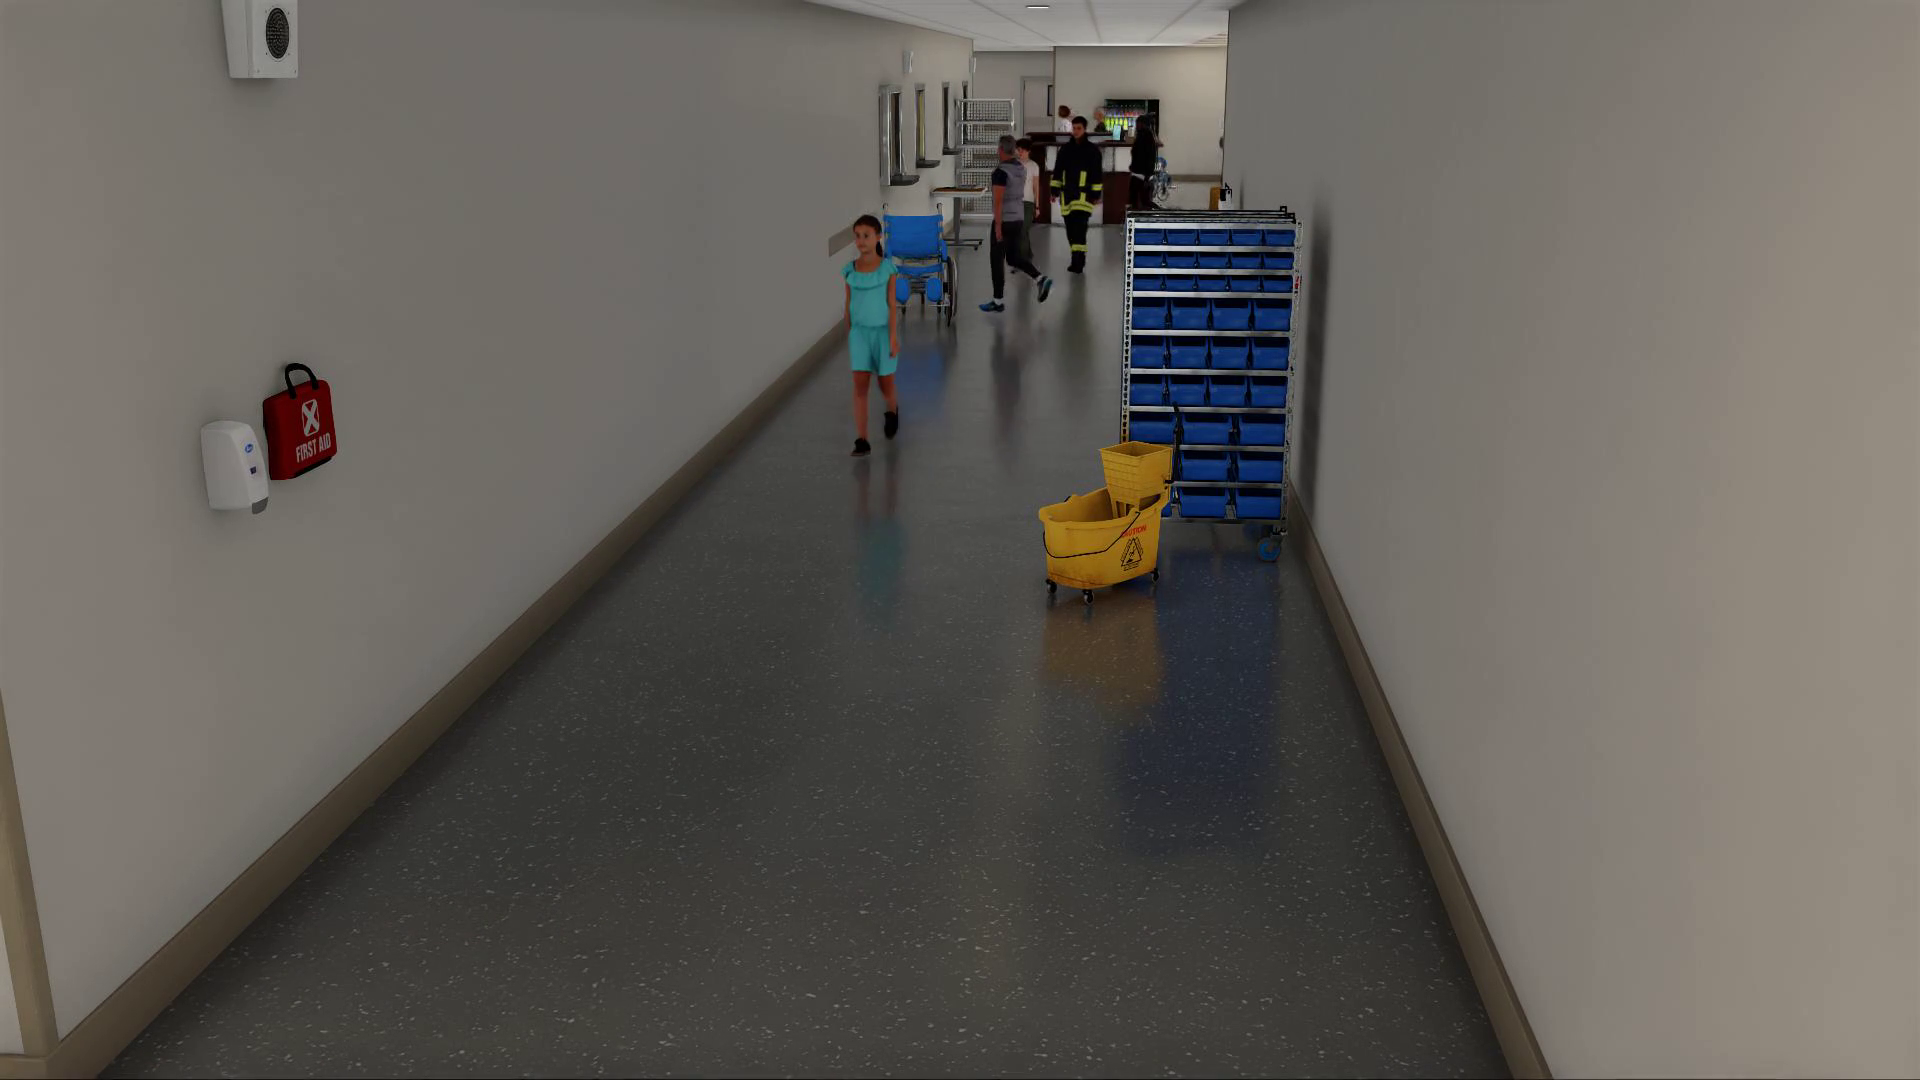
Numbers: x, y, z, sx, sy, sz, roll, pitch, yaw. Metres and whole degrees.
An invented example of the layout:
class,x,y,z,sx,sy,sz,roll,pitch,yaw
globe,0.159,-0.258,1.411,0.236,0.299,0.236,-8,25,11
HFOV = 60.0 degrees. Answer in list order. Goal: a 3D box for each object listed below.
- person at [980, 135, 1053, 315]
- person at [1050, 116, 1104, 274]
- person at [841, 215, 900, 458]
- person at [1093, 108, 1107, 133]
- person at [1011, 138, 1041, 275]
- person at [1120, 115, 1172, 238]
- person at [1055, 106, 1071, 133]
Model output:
class,x,y,z,sx,sy,sz,roll,pitch,yaw
person,0.590,-3.246,17.178,1.093,1.802,0.972,8,18,26
person,1.479,-4.309,20.770,1.098,1.898,1.095,8,18,28
person,-0.542,-1.334,10.881,0.947,1.538,0.682,3,16,11
person,2.959,-7.995,34.246,1.074,1.681,0.672,0,16,2
person,0.808,-4.131,20.646,1.101,1.621,0.907,8,18,27
person,2.812,-5.454,25.017,1.159,1.797,1.013,-8,18,-26
person,2.420,-8.865,37.319,0.929,1.686,0.803,8,17,25
